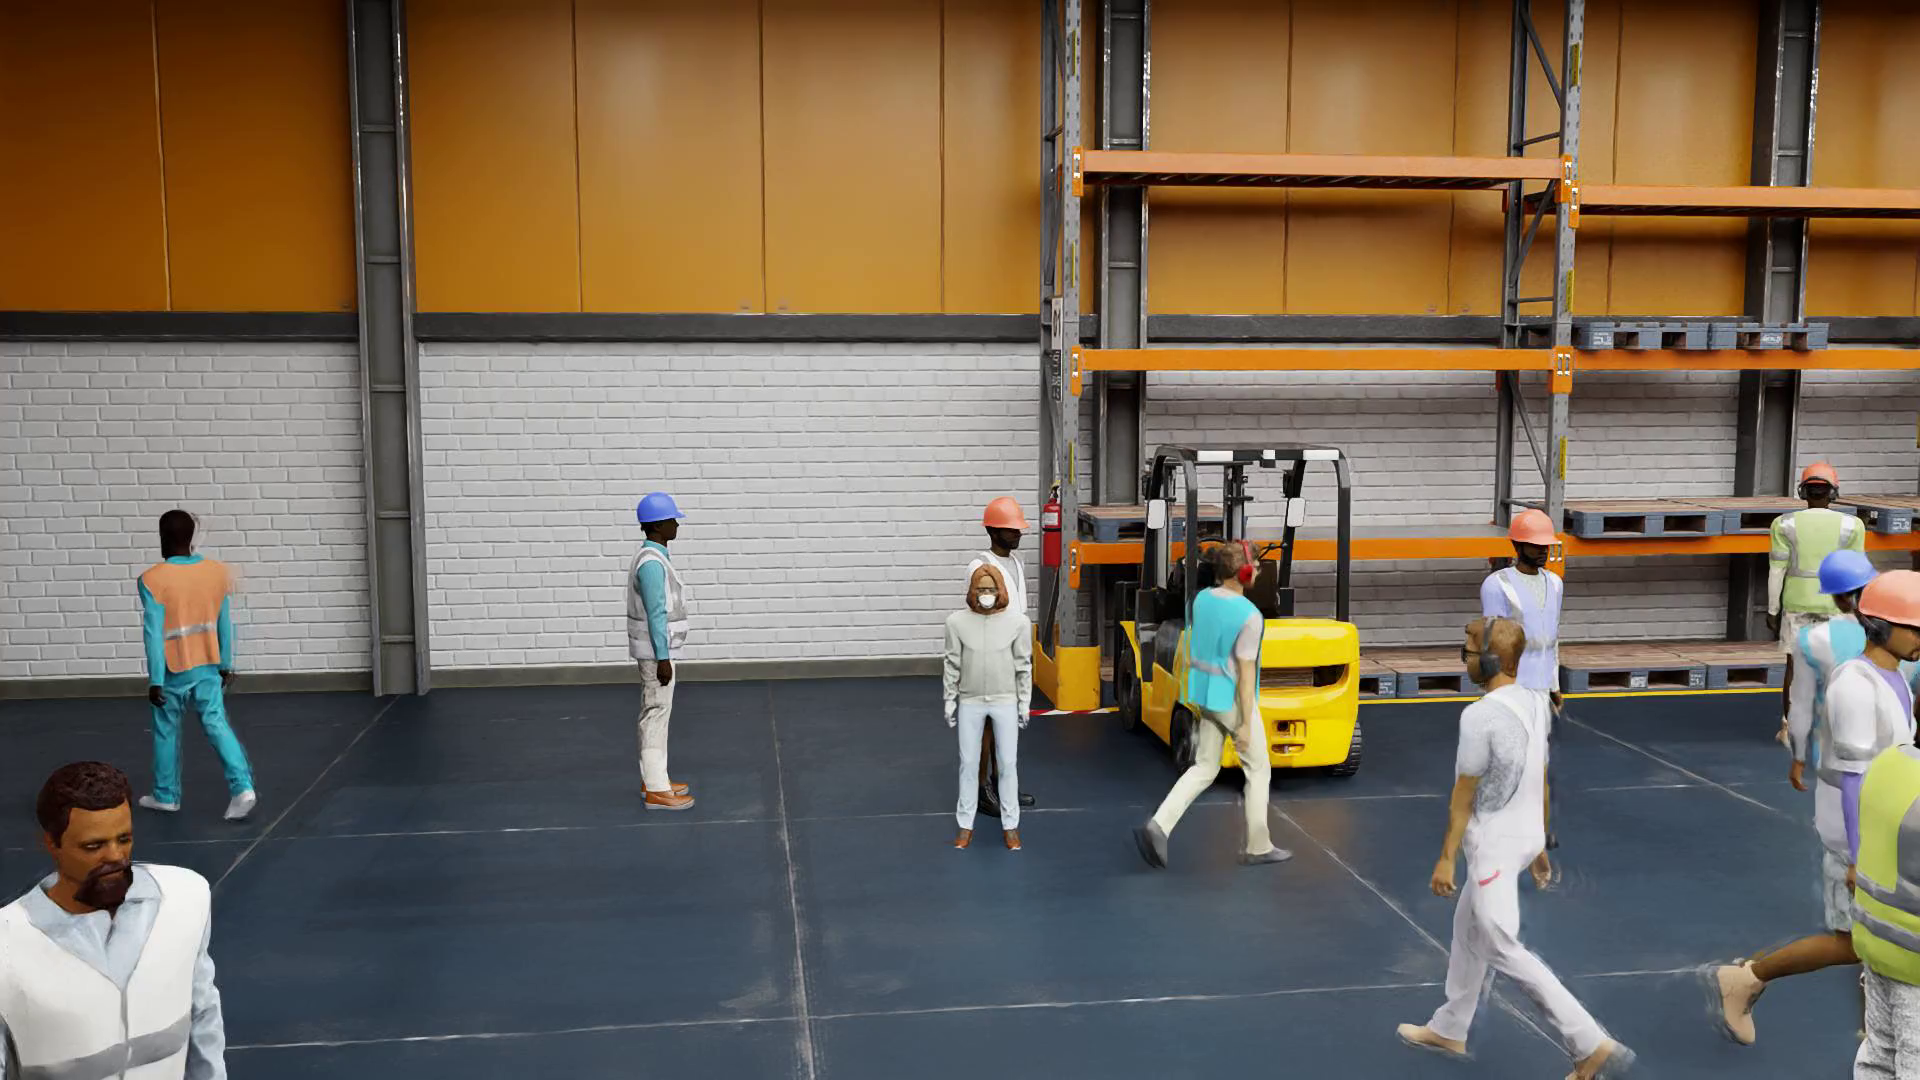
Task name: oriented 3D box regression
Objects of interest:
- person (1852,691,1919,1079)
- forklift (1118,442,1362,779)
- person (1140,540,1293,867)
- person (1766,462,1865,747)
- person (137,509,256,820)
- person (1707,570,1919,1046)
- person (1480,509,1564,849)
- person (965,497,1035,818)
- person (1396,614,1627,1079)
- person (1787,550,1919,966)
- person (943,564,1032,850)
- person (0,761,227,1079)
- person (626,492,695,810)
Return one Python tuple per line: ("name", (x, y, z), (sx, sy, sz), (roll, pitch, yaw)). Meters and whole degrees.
("person", (3.022, 1.322, 5.171), (0.431, 1.836, 0.619), (1, 7, 5))
("forklift", (1.912, 0.418, 11.496), (1.214, 2.155, 2.313), (-1, 7, -8))
("person", (1.400, 0.896, 8.981), (0.826, 1.810, 0.577), (-4, 7, -29))
("person", (6.038, 0.467, 11.770), (0.605, 2.034, 0.391), (3, 7, 24))
("person", (-4.613, 0.746, 10.009), (0.967, 1.881, 0.606), (4, 8, 32))
("person", (3.388, 1.094, 6.378), (0.607, 2.015, 0.788), (-6, 9, -43))
("person", (3.174, 0.791, 9.341), (0.544, 1.939, 0.354), (-3, 7, -26))
("person", (0.260, 0.701, 10.132), (0.361, 1.938, 0.545), (4, 7, 28))
("person", (2.129, 1.195, 6.380), (0.879, 1.822, 0.523), (6, 9, 43))
("person", (4.167, 1.002, 7.659), (0.665, 1.910, 0.399), (2, 7, 19))
("person", (0.155, 0.940, 9.397), (0.502, 1.627, 0.272), (0, 7, 4))
("person", (-2.042, 1.425, 3.904), (0.529, 1.907, 0.631), (4, 8, 33))
("person", (-1.864, 0.677, 10.284), (0.380, 1.951, 0.605), (-2, 7, -13))
